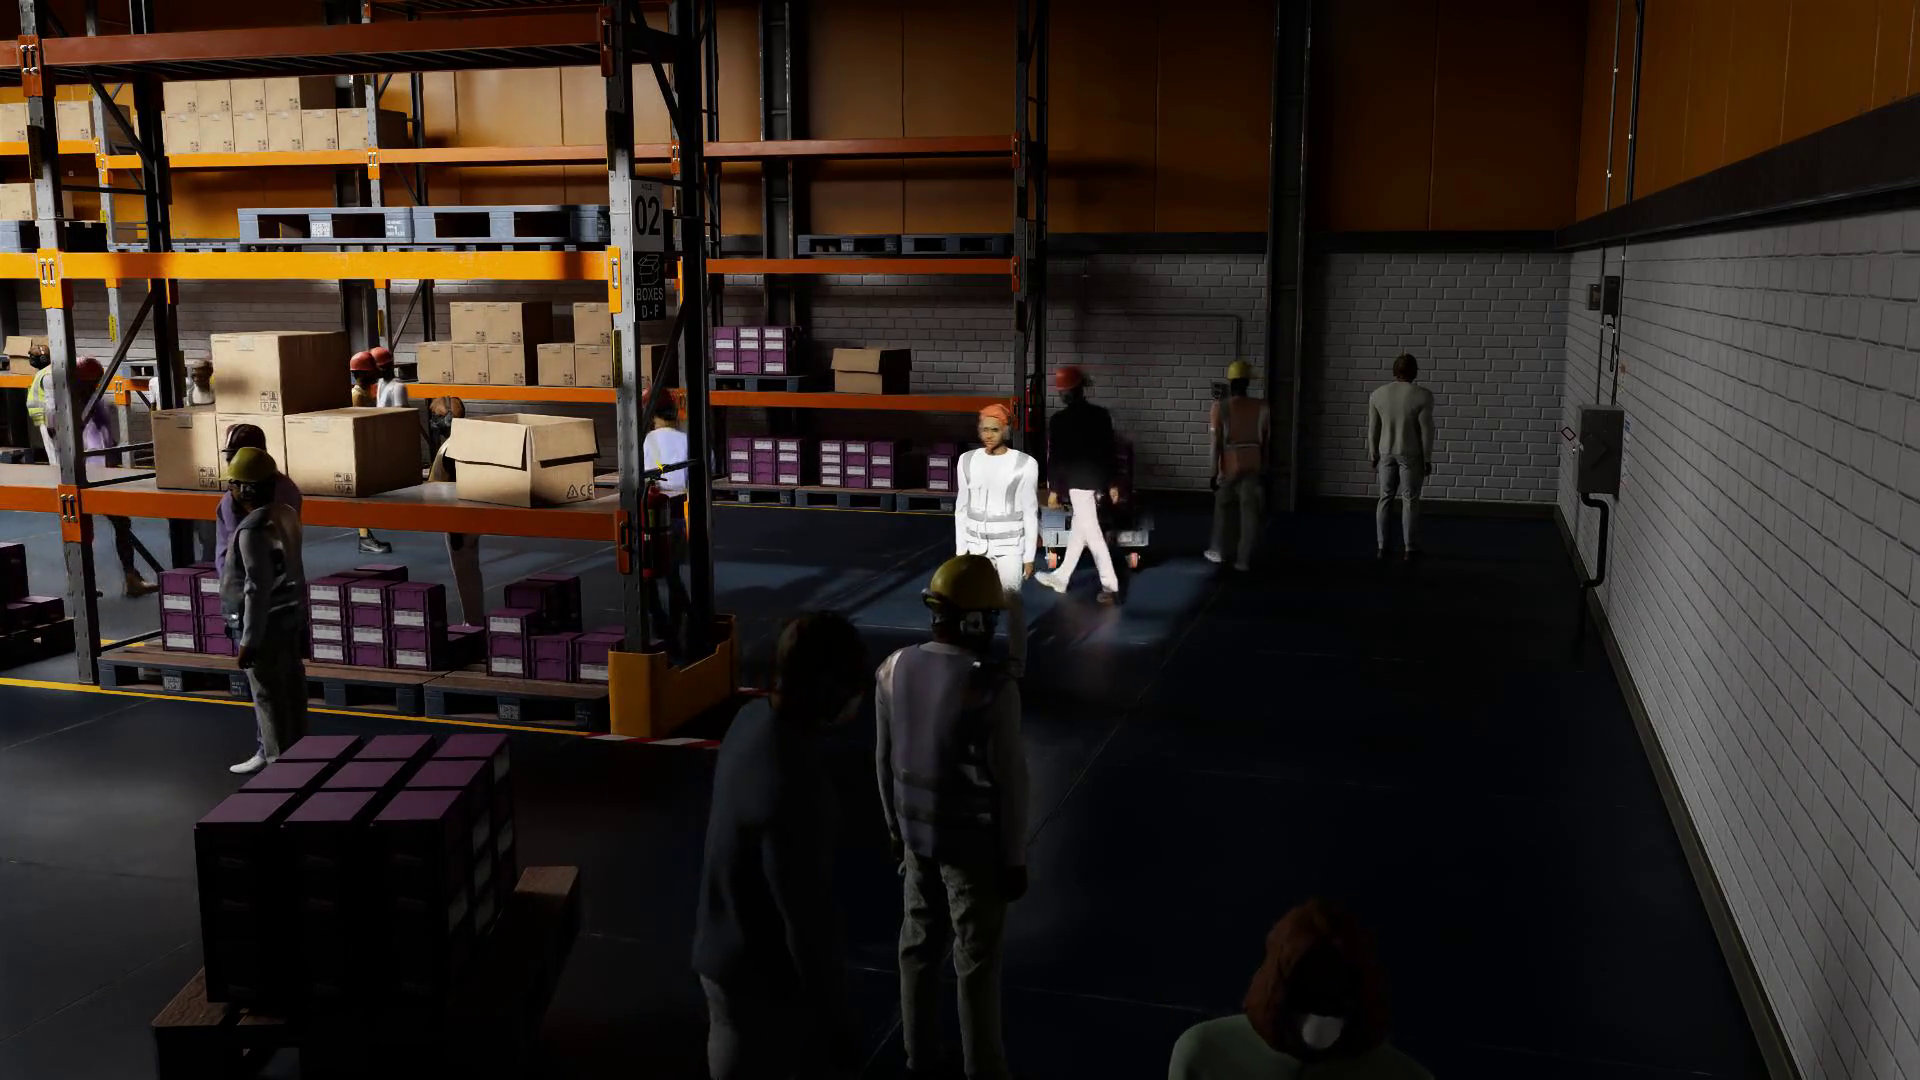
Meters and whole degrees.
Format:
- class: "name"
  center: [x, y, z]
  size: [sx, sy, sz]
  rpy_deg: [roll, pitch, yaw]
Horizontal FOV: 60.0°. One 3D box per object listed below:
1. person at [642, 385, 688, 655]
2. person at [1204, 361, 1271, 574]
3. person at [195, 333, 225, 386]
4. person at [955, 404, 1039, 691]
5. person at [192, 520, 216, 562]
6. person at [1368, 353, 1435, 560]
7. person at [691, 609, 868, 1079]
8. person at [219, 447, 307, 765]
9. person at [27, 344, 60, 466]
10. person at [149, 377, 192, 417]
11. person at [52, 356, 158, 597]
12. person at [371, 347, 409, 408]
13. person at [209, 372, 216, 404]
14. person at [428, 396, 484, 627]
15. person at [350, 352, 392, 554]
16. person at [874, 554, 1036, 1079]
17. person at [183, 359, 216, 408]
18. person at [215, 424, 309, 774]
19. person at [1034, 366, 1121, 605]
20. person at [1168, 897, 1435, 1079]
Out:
- class: "person"
  center: [-2.116, -0.139, 11.803]
  size: [0.454, 1.908, 0.590]
  rpy_deg: [9, 13, 43]
- class: "person"
  center: [2.498, -0.677, 15.136]
  size: [0.606, 1.886, 0.899]
  rpy_deg: [-2, 9, -11]
- class: "person"
  center: [-8.213, -1.348, 18.779]
  size: [0.700, 2.000, 0.558]
  rpy_deg: [-8, 12, -40]
- class: "person"
  center: [0.235, 0.066, 10.675]
  size: [0.579, 1.875, 0.349]
  rpy_deg: [5, 10, 27]
- class: "person"
  center: [-5.598, -0.148, 12.510]
  size: [0.895, 1.695, 0.502]
  rpy_deg: [3, 10, 20]
- class: "person"
  center: [4.140, -0.778, 15.619]
  size: [0.628, 1.940, 0.378]
  rpy_deg: [7, 12, 37]
- class: "person"
  center: [-0.392, 1.108, 4.261]
  size: [0.822, 1.887, 0.649]
  rpy_deg: [-2, 9, -11]
- class: "person"
  center: [-3.575, 0.435, 8.543]
  size: [0.403, 1.835, 0.586]
  rpy_deg: [-1, 9, -4]
- class: "person"
  center: [-10.827, -1.403, 19.758]
  size: [0.429, 1.837, 0.624]
  rpy_deg: [-6, 11, -31]
- class: "person"
  center: [-8.582, -1.165, 18.189]
  size: [0.512, 1.870, 0.330]
  rpy_deg: [1, 9, 7]
- class: "person"
  center: [-7.050, -0.494, 13.674]
  size: [0.922, 2.004, 0.633]
  rpy_deg: [4, 10, 21]
- class: "person"
  center: [-5.989, -1.096, 17.665]
  size: [0.588, 1.907, 0.778]
  rpy_deg: [-7, 12, -37]
- class: "person"
  center: [-7.291, -0.859, 16.815]
  size: [0.584, 1.697, 0.892]
  rpy_deg: [-9, 13, -44]
- class: "person"
  center: [-3.607, -0.121, 11.952]
  size: [0.430, 1.835, 0.622]
  rpy_deg: [-3, 10, -15]
- class: "person"
  center: [-5.685, -0.835, 15.966]
  size: [0.354, 1.939, 0.544]
  rpy_deg: [-3, 10, -18]
- class: "person"
  center: [-0.004, 0.953, 5.422]
  size: [0.592, 1.822, 0.404]
  rpy_deg: [8, 12, 41]
- class: "person"
  center: [-7.564, -0.916, 16.805]
  size: [0.541, 1.823, 0.387]
  rpy_deg: [0, 9, -2]
- class: "person"
  center: [-3.823, 0.317, 9.051]
  size: [0.399, 1.905, 0.643]
  rpy_deg: [1, 9, 5]
- class: "person"
  center: [1.012, -0.457, 13.676]
  size: [0.628, 1.938, 0.967]
  rpy_deg: [-9, 13, -42]
- class: "person"
  center: [0.609, 1.437, 3.054]
  size: [0.541, 1.624, 0.341]
  rpy_deg: [2, 10, 15]
